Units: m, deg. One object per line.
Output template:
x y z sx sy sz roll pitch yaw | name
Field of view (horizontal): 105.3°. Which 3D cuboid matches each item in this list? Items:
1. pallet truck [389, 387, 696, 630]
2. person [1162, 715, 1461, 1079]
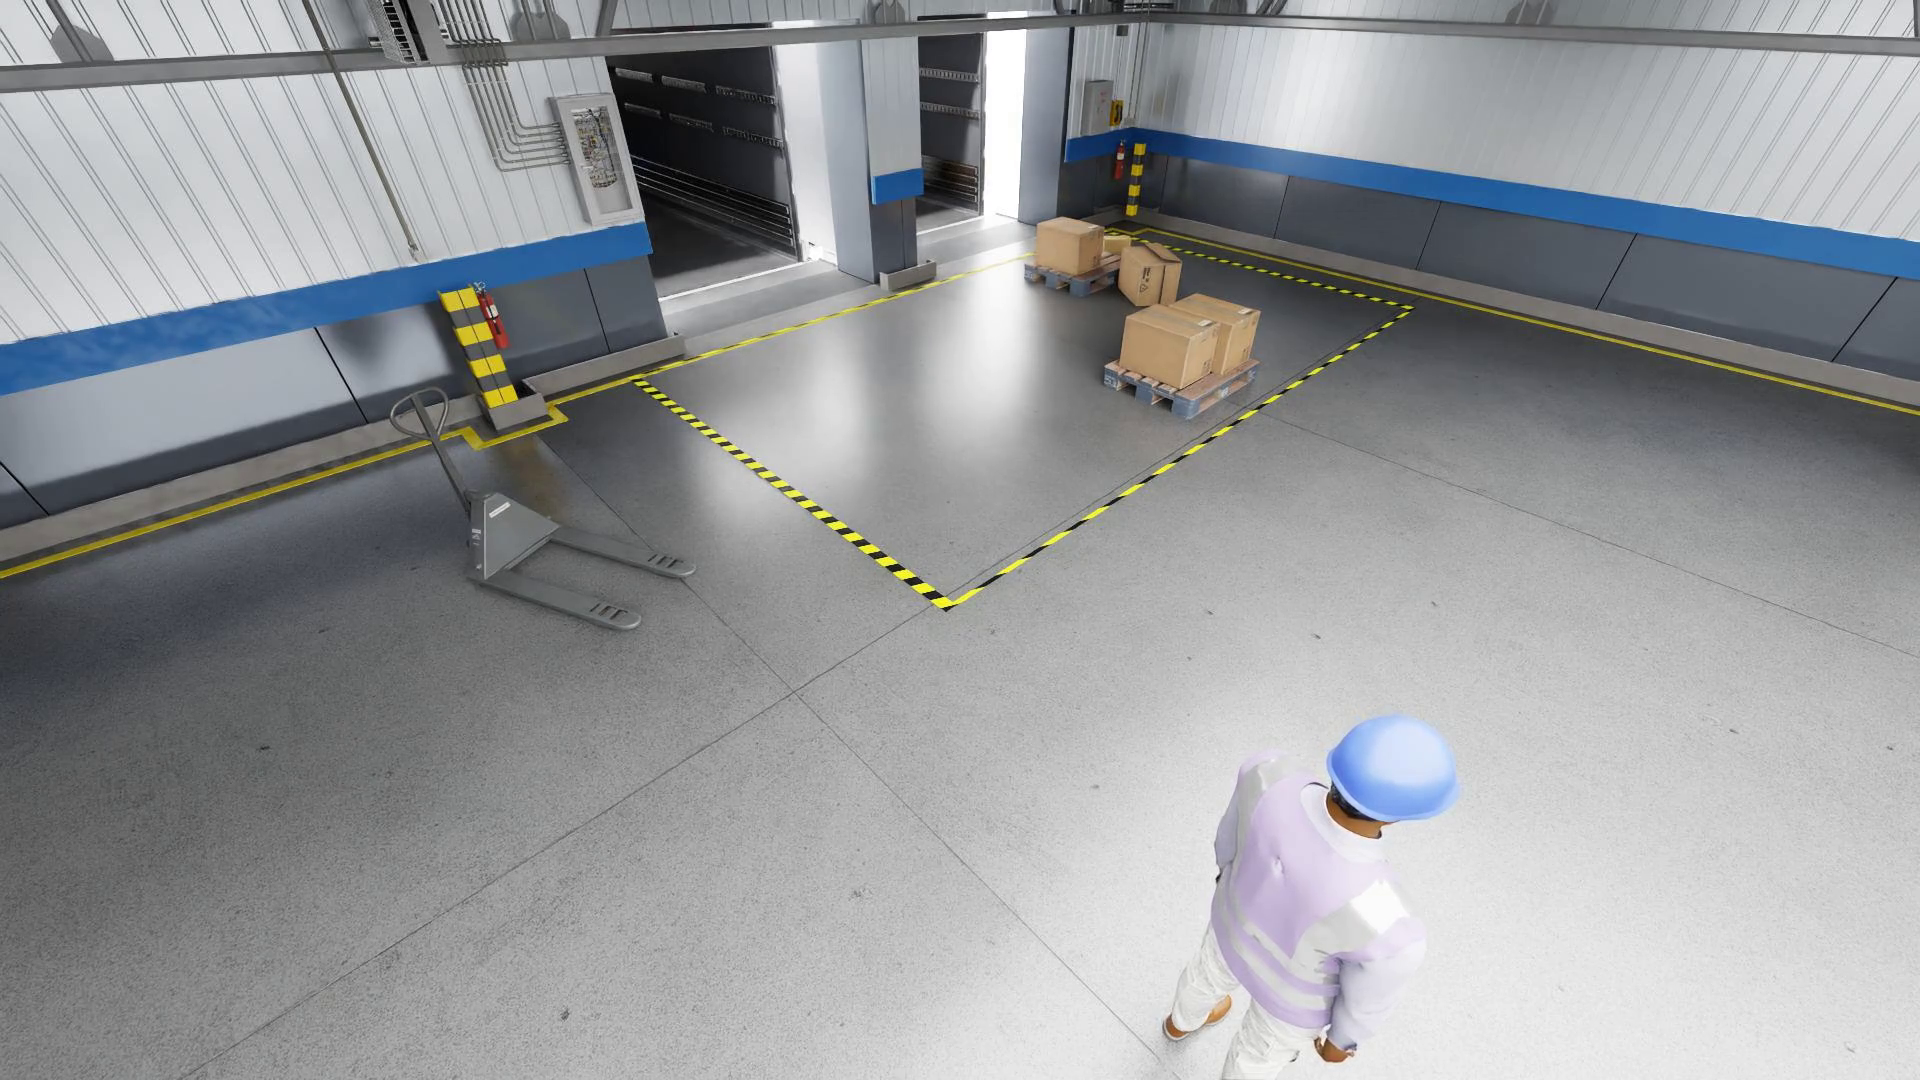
-2.613 -0.247 4.593 1.601 1.201 0.680 14 40 17 | pallet truck
0.949 1.186 2.159 0.386 1.947 0.607 -12 39 -15 | person
